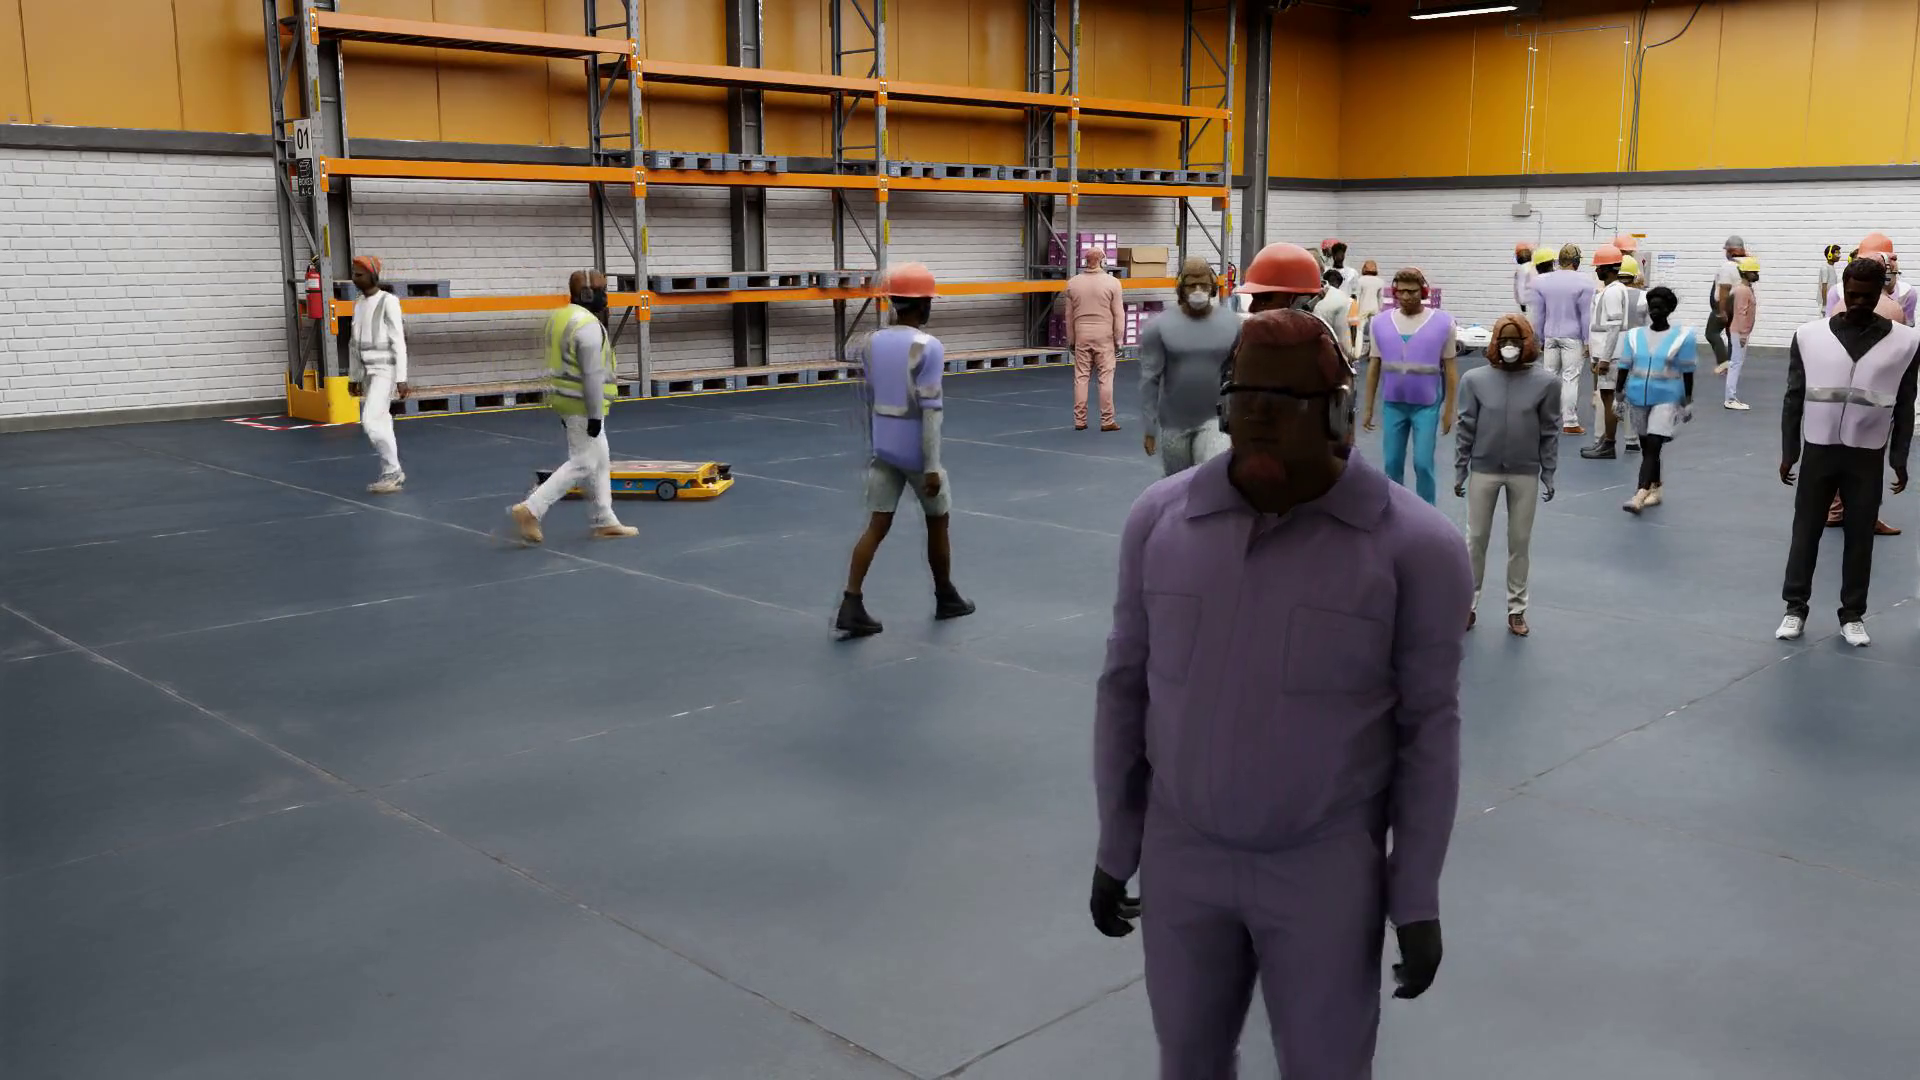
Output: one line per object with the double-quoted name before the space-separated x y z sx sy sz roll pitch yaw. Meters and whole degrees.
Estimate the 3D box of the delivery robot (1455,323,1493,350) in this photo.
"delivery robot" 8.615 -3.380 27.776 0.707 0.478 0.477 7 12 33

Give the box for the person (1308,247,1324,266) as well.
"person" 5.945 -4.086 28.438 0.643 1.826 0.506 6 12 31

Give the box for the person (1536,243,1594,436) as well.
"person" 6.123 -2.022 16.852 0.373 1.940 0.630 -8 13 -39

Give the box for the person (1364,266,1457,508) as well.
"person" 2.935 -0.868 10.879 0.577 1.824 0.452 7 13 35

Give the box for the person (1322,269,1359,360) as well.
"person" 3.946 -2.038 17.681 0.547 1.646 0.857 3 11 18

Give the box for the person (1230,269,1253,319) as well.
"person" 3.847 -2.838 22.217 0.520 1.599 0.850 4 11 18

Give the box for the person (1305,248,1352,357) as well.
"person" 2.743 -1.331 13.153 0.666 1.916 0.567 4 11 21

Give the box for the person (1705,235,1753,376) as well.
"person" 11.044 -3.363 23.881 0.690 2.000 0.537 -5 11 -24

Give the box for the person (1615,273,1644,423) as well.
"person" 7.155 -2.062 17.917 0.294 1.624 0.524 -1 10 -6

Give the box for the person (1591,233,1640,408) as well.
"person" 7.674 -2.537 19.378 0.614 2.038 0.395 -5 11 -24

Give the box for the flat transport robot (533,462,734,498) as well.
"flat transport robot" -2.539 -0.483 13.005 1.431 0.197 0.652 1 10 3

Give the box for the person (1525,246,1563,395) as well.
"person" 6.827 -2.442 19.252 0.630 1.896 0.524 -6 12 -28

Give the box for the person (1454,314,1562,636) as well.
"person" 2.764 -0.326 8.434 0.503 1.632 0.274 3 11 18

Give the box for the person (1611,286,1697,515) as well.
"person" 5.053 -1.021 12.166 0.546 1.646 0.862 10 14 43

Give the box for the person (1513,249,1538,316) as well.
"person" 9.928 -4.172 28.987 0.669 1.799 0.953 -6 12 -30

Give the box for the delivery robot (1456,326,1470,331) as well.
"delivery robot" 8.463 -3.548 28.688 0.707 0.478 0.477 1 10 4

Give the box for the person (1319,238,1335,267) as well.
"person" 6.589 -4.382 29.616 0.453 1.969 0.659 -2 11 -12

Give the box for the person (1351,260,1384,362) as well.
"person" 6.508 -3.647 26.562 0.520 1.627 0.306 -3 11 -14

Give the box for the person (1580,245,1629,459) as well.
"person" 5.854 -1.697 15.091 0.376 1.934 0.546 5 11 24

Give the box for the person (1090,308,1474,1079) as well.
"person" 0.524 0.559 2.914 0.661 1.902 0.451 6 12 28

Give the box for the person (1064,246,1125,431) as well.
"person" 1.411 -2.078 17.232 0.642 1.913 0.409 5 11 25

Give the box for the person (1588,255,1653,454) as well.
"person" 6.154 -1.717 15.465 0.590 1.837 0.404 6 12 28

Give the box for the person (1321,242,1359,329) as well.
"person" 5.378 -3.299 23.826 0.607 1.932 0.958 2 11 9

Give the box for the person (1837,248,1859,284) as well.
"person" 11.310 -2.761 21.073 0.532 1.867 0.315 -4 11 -20

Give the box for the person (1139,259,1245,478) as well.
"person" 1.344 -0.650 9.522 0.644 1.877 1.047 1 10 3

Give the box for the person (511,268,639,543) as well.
"person" -2.544 -0.861 10.879 0.800 1.819 0.638 -5 12 -26

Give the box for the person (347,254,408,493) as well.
"person" -4.583 -1.280 12.982 0.614 1.868 0.453 9 14 41

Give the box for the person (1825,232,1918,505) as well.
"person" 6.811 -1.278 12.508 0.616 2.041 0.382 4 11 20

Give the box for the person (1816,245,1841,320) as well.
"person" 13.765 -3.736 26.383 0.329 1.872 0.507 7 12 32

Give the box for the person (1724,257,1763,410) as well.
"person" 9.136 -2.402 19.393 0.311 1.768 0.533 5 11 24

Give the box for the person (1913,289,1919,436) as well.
"person" 9.913 -1.976 16.747 0.573 1.884 0.359 1 10 6

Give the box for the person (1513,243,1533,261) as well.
"person" 9.907 -4.268 29.226 0.849 1.887 0.630 8 13 38

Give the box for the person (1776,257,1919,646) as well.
"person" 4.399 -0.436 8.270 0.589 1.914 0.392 5 11 25

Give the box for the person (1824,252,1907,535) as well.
"person" 6.191 -0.993 11.327 0.409 1.909 0.640 -2 11 -10

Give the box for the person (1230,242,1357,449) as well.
"person" 1.110 -0.027 5.815 0.382 1.996 0.608 -5 11 -25

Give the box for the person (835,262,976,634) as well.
"person" -0.296 -0.466 8.504 0.556 1.895 0.972 8 13 39
